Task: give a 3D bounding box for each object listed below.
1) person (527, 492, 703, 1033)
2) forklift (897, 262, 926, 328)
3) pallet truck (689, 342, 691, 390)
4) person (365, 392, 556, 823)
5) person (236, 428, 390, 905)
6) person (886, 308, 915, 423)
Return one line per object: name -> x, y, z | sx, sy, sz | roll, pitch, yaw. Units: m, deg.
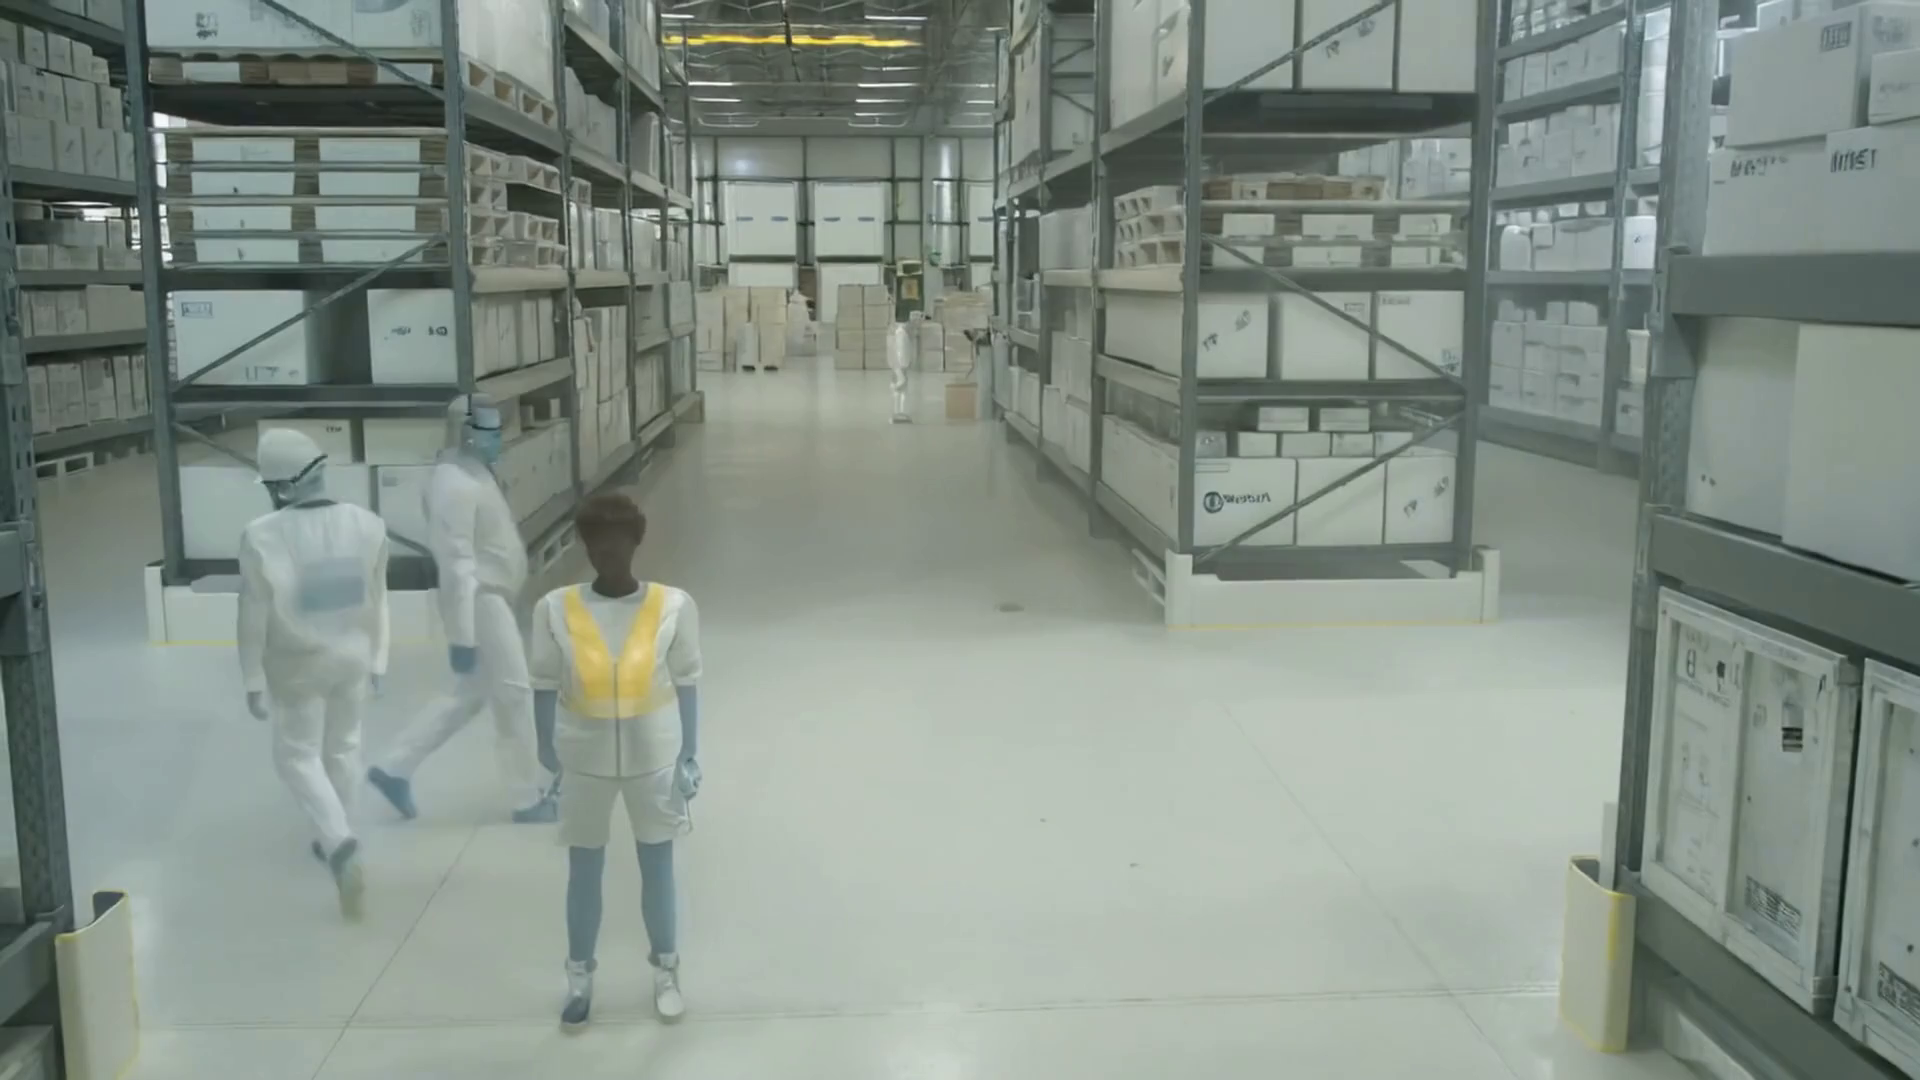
person -> -1.069, 0.690, 5.203 | 0.540, 1.696, 0.316 | -2, 9, -12
forklift -> -1.780, -8.547, 59.499 | 1.129, 2.768, 1.873 | -1, 9, -4
pallet truck -> -5.225, -3.008, 27.480 | 1.885, 1.965, 0.823 | 2, 9, 14
person -> -2.100, 0.303, 7.081 | 0.849, 1.876, 0.647 | -3, 9, -16
person -> -2.419, 0.471, 6.293 | 0.583, 1.797, 0.774 | -8, 12, -42
person -> -0.944, -2.785, 26.566 | 0.429, 1.843, 0.633 | -3, 10, -19
